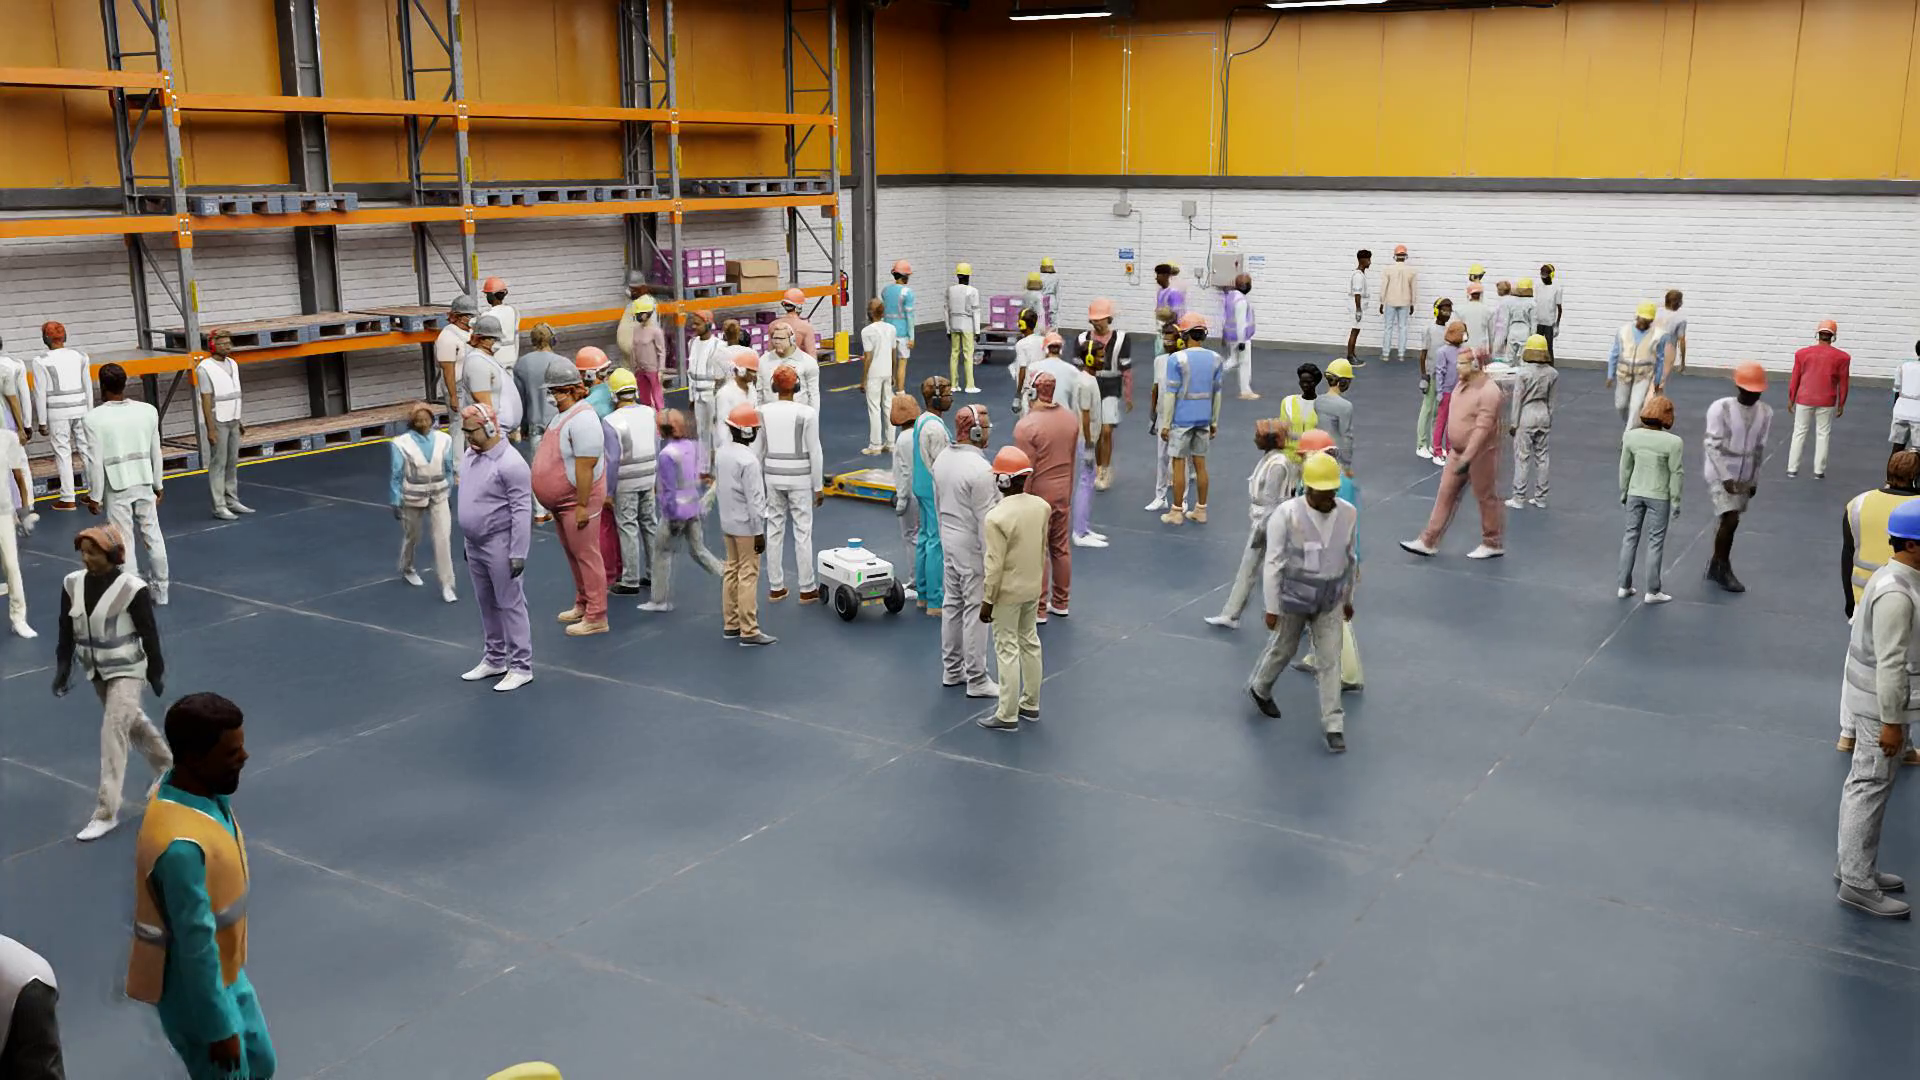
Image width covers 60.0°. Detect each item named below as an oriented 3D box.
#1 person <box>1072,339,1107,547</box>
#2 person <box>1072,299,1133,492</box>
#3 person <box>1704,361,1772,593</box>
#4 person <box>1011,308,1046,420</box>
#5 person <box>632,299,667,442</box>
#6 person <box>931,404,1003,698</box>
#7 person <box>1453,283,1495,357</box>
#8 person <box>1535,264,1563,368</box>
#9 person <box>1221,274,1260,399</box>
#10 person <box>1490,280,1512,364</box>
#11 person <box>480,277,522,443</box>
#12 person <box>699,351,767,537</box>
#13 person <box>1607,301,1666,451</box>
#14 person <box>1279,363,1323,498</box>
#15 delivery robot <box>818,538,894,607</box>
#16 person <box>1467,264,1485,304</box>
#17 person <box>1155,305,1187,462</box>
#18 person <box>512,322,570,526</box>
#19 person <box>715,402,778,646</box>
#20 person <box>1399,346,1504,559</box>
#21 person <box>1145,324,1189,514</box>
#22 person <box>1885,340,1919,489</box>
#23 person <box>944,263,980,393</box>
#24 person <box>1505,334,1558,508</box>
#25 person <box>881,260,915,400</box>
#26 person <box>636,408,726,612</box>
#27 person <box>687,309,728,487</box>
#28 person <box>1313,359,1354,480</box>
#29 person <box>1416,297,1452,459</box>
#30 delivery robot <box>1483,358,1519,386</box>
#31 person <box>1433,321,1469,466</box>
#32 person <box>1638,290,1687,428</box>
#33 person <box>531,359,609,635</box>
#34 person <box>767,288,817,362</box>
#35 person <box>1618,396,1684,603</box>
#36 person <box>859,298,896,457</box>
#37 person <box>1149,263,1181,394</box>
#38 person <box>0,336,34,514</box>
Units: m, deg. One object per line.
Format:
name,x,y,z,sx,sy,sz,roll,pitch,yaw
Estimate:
person,1.168,-0.875,14.981,0.314,1.869,0.532,1,13,3
person,1.437,-1.500,17.370,0.652,2.006,0.878,5,14,19
person,6.206,-0.505,13.353,0.554,1.879,0.724,-3,13,-13
person,0.750,-1.569,17.998,0.310,1.864,0.534,10,16,38
person,-3.833,-2.070,20.387,0.532,1.767,0.328,10,16,37
person,0.085,0.070,10.798,0.409,1.908,0.641,-8,15,-30
person,7.268,-2.783,23.589,0.598,1.705,0.864,3,13,14
person,8.960,-3.292,25.476,0.336,1.865,0.521,-8,15,-31
person,3.966,-2.932,24.016,0.712,1.822,0.633,-1,13,-3
person,8.246,-3.150,25.386,0.371,1.622,0.542,1,13,6
person,-5.584,-2.157,20.158,0.379,2.044,0.607,6,14,23
person,-2.109,-0.901,15.412,0.713,1.713,0.583,8,15,31
person,8.114,-1.986,19.958,0.620,1.790,0.776,8,15,31
person,3.049,-0.716,14.666,0.538,1.696,0.317,6,14,23
delivery robot,-0.812,0.232,12.850,0.477,0.478,0.707,-8,15,-31
person,8.286,-3.555,26.830,0.312,1.768,0.530,6,14,25
person,2.257,-1.564,17.877,0.415,1.926,0.786,1,13,3
person,-3.892,-1.083,15.728,0.627,1.940,0.373,4,14,16
person,-1.537,-0.118,11.949,0.339,1.748,0.575,-8,15,-32
person,4.305,-0.731,14.360,0.959,1.858,0.641,-5,14,-19
person,2.087,-1.184,16.323,0.538,1.866,0.313,9,16,34
person,9.762,-1.246,16.992,0.319,1.687,0.539,-6,14,-24
person,0.045,-3.138,24.668,0.587,1.927,0.368,7,15,28
person,5.705,-1.181,16.606,0.480,1.734,0.333,-5,14,-19
person,-0.844,-2.936,23.575,0.601,2.035,0.423,12,18,42
person,-2.079,-0.217,12.714,0.796,1.602,0.519,4,13,15
person,-2.686,-1.510,17.701,0.575,1.882,0.361,11,17,40
person,3.238,-0.691,14.428,0.339,1.761,0.524,-5,14,-21
person,5.566,-1.885,19.383,0.510,1.861,0.328,-8,15,-30
delivery robot,7.877,-2.422,24.362,0.707,0.478,0.477,-6,14,-23
person,5.611,-1.669,18.932,0.501,1.636,0.278,-8,15,-30
person,9.077,-2.330,21.483,1.009,1.782,0.536,-9,16,-35
person,-2.879,-0.333,12.250,0.535,2.000,0.686,-6,14,-25
person,-1.899,-1.882,19.069,0.622,1.992,0.396,6,14,25
person,5.431,-0.322,13.093,0.277,1.632,0.507,-10,16,-37
person,-0.959,-1.901,19.479,0.327,1.843,0.514,13,18,43
person,3.122,-3.123,24.575,0.589,1.944,0.610,-4,13,-15
person,-9.157,-1.088,15.868,0.345,1.883,0.584,9,16,35
